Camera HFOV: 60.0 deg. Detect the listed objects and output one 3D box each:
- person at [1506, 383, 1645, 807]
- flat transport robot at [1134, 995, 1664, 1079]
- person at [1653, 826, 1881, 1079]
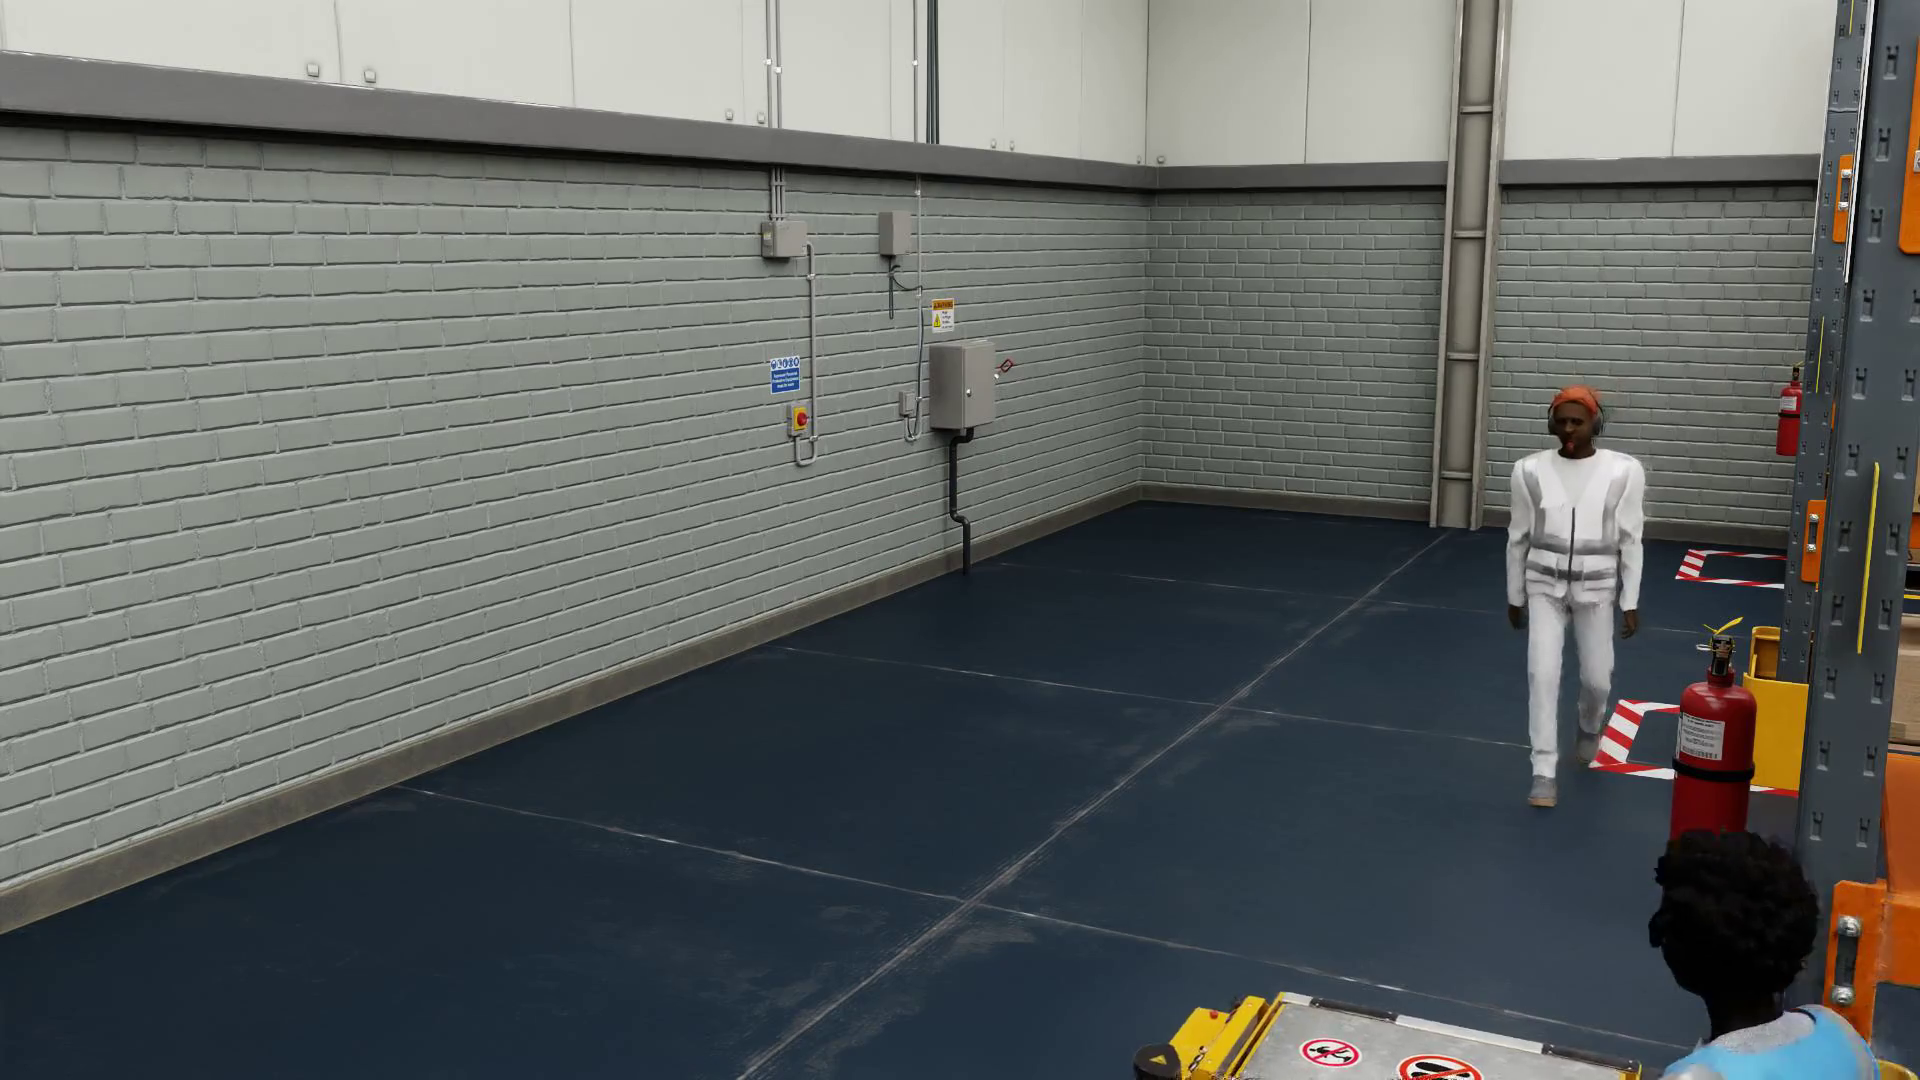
[{"bbox_3d":[2.753,0.225,7.479,0.588,1.870,0.730,5,11,24],"label":"person"},{"bbox_3d":[1.239,1.554,4.602,1.431,0.197,0.652,5,12,26],"label":"flat transport robot"},{"bbox_3d":[1.235,1.262,2.474,0.543,1.664,0.894,-6,12,-31],"label":"person"}]
